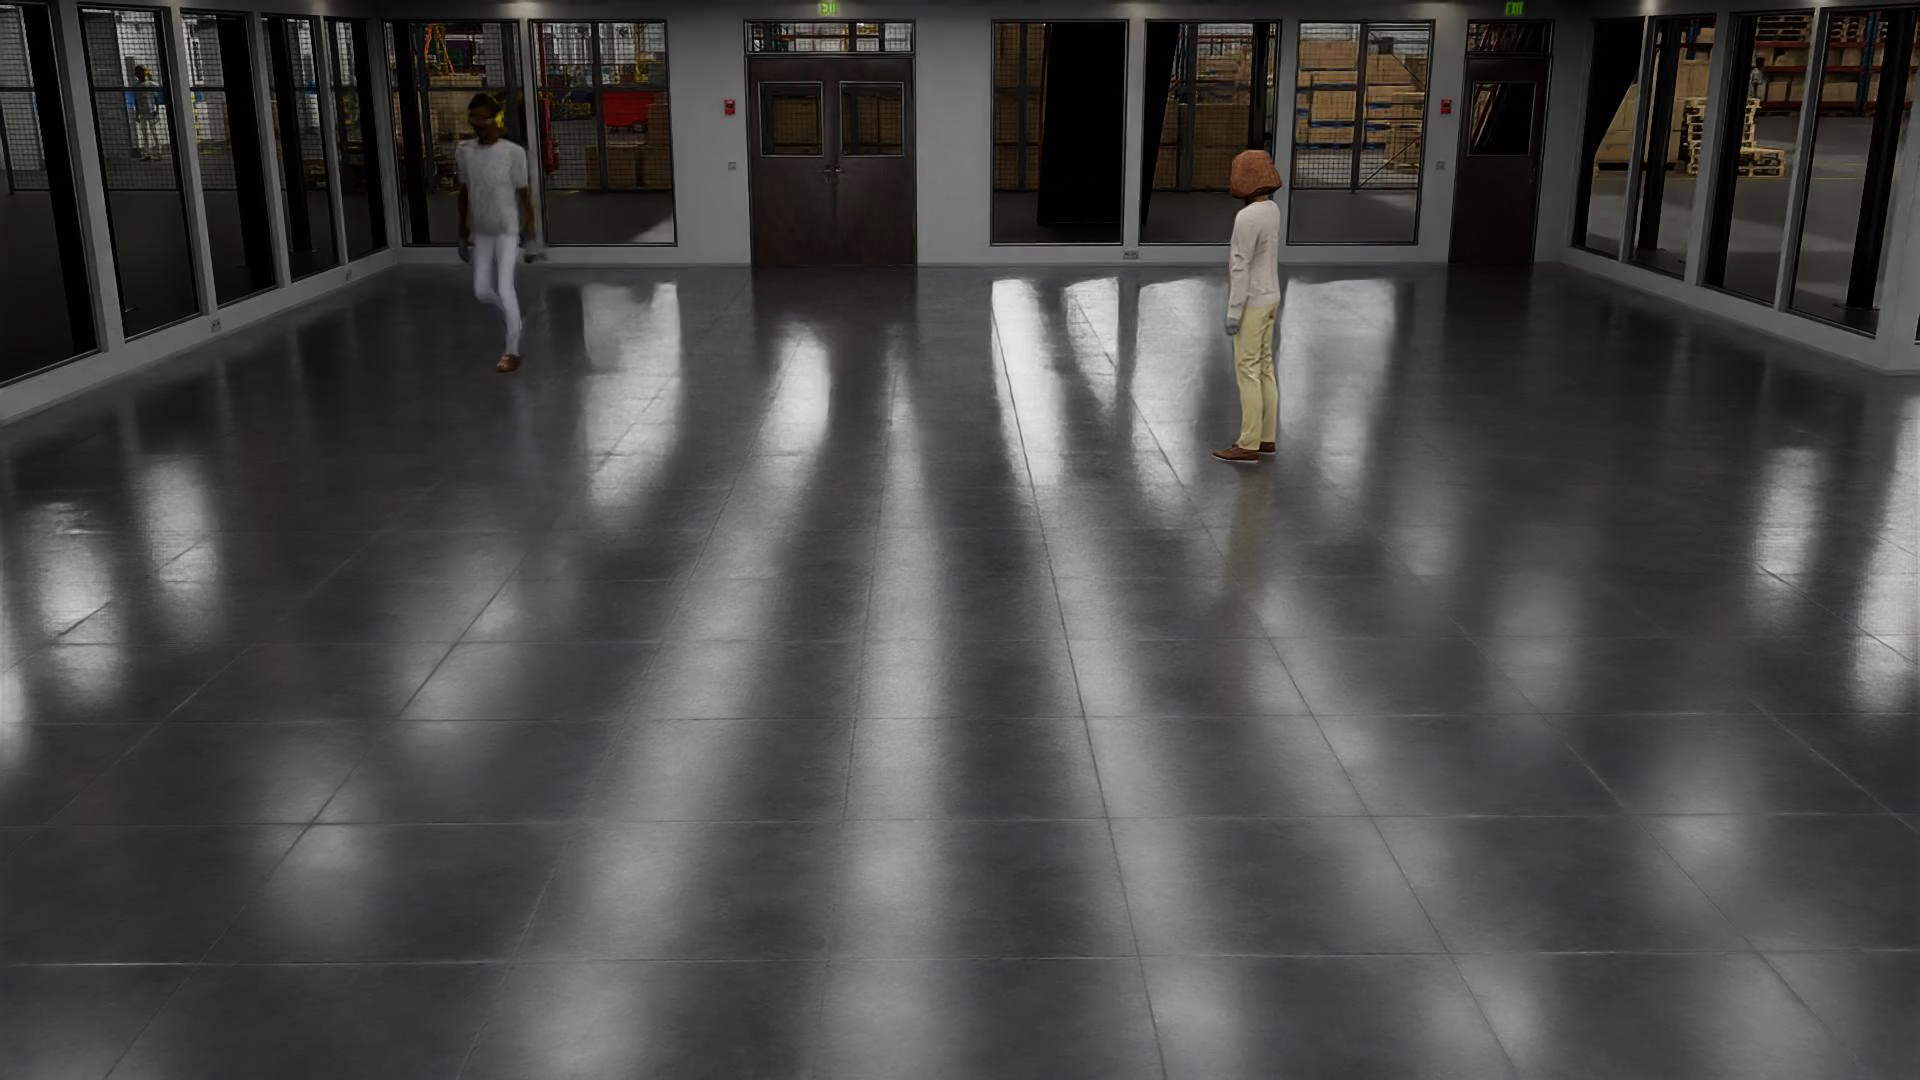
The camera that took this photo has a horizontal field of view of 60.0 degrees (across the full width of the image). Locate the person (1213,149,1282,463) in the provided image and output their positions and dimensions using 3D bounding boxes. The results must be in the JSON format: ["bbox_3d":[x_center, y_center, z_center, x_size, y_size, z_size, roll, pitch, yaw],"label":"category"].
[{"bbox_3d":[1.537,-1.222,8.756,0.279,1.624,0.494,8,18,26],"label":"person"}]

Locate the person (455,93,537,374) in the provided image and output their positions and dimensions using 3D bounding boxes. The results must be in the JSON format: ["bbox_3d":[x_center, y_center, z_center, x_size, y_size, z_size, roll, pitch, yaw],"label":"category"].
[{"bbox_3d":[-3.119,-2.078,11.262,0.553,1.858,0.546,3,17,10],"label":"person"}]
